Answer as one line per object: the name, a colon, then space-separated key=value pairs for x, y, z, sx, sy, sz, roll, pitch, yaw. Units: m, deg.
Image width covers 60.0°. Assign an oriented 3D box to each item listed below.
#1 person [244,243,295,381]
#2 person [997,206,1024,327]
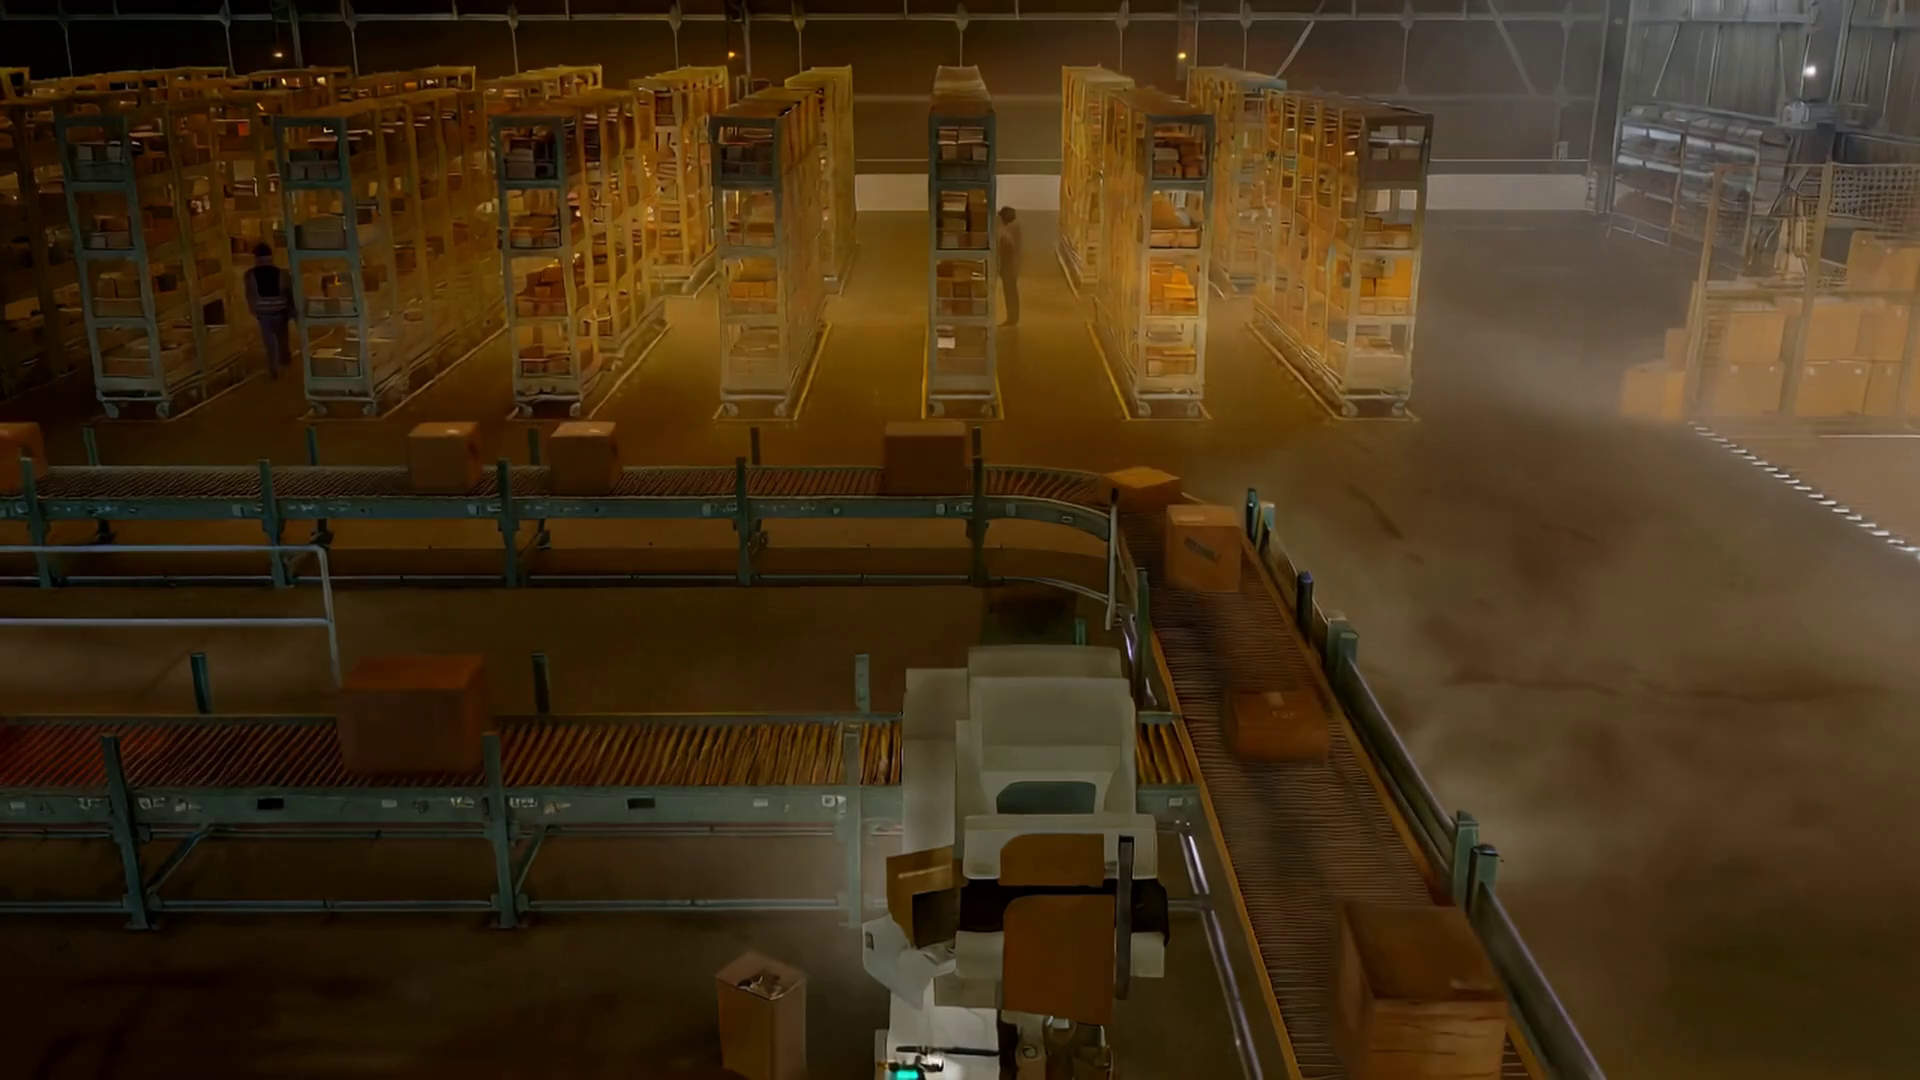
person: x=-9.204 y=-3.071 z=22.207 sx=0.599 sy=1.774 sz=0.939 roll=-8 pitch=20 yaw=-23
person: x=0.786 y=-4.217 z=25.661 sx=0.383 sy=1.839 sz=0.566 roll=6 pitch=19 yaw=17
